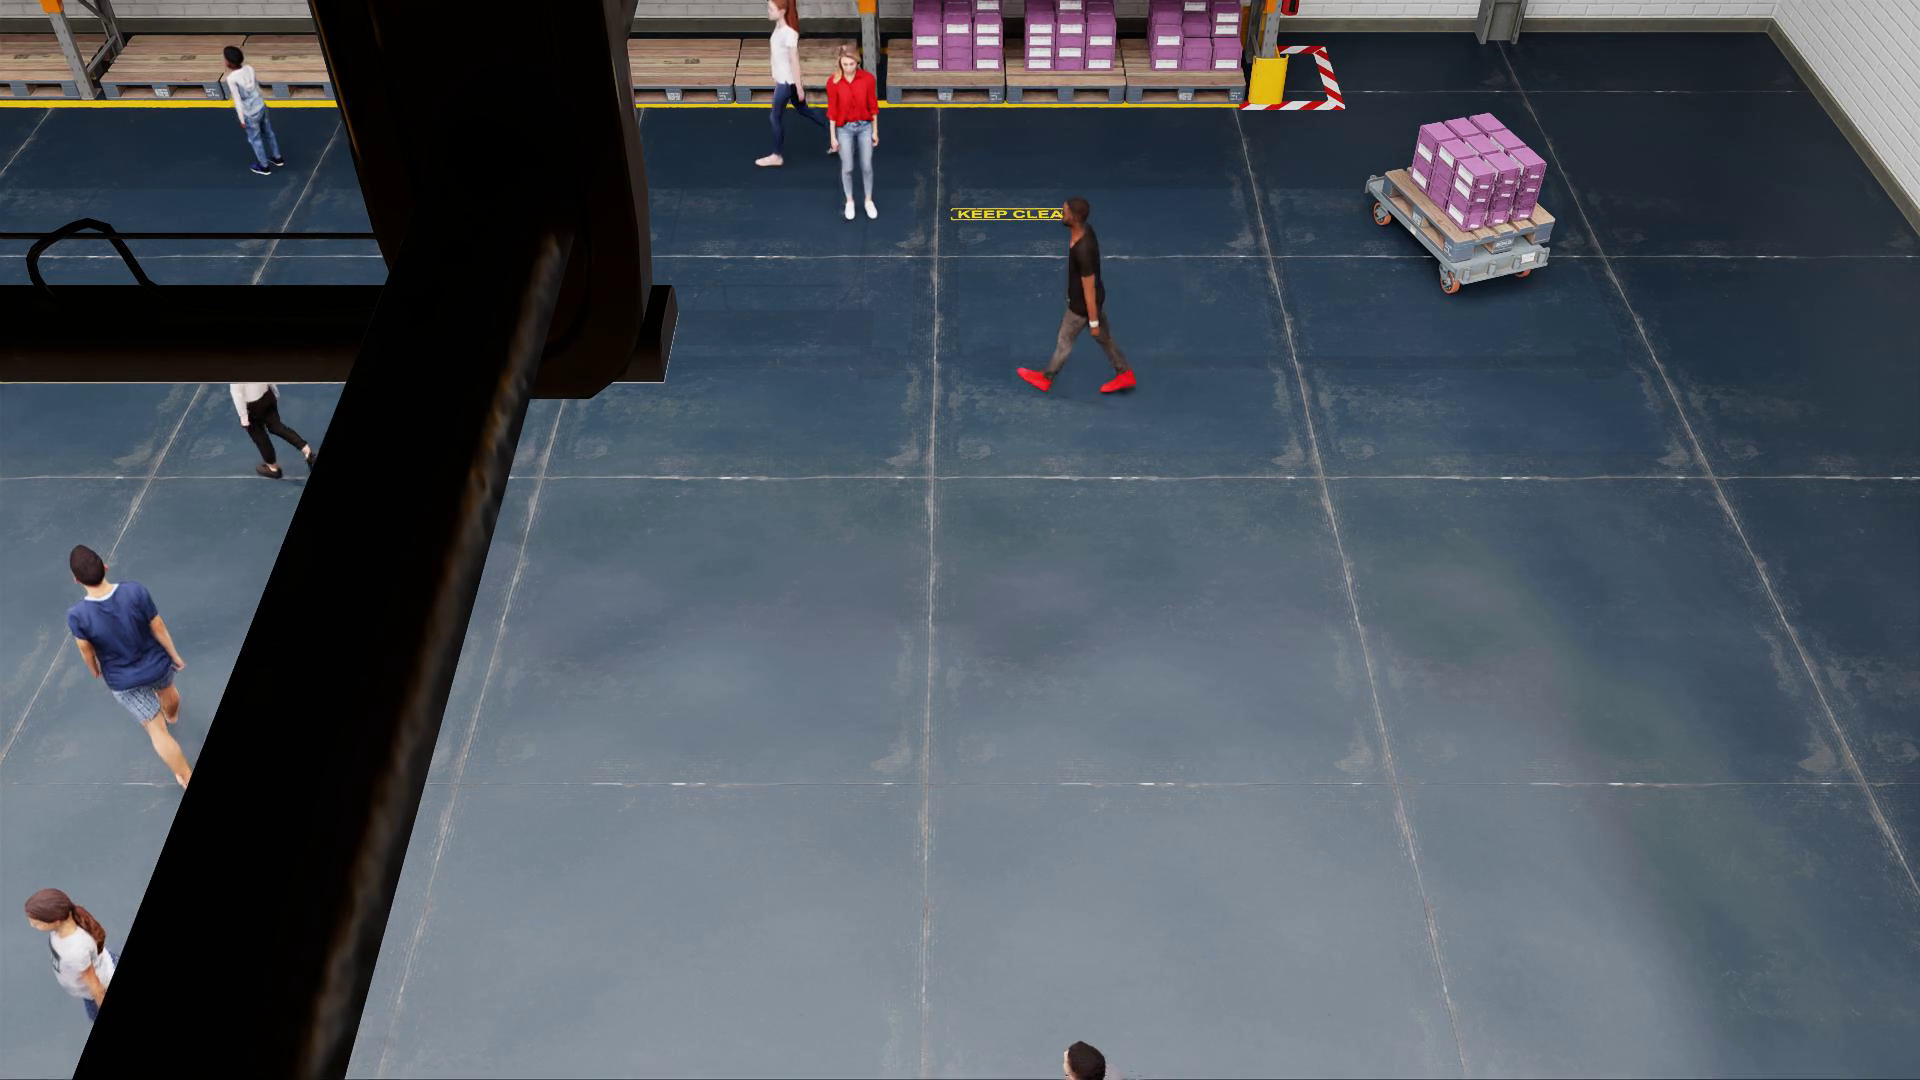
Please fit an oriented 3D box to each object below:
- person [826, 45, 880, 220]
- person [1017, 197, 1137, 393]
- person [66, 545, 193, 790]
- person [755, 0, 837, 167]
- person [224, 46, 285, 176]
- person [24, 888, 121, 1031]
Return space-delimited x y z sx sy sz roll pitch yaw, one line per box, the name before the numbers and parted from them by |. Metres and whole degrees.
person | -0.947 -3.665 14.881 0.536 1.699 0.726 -9 44 -9
person | 1.083 -1.838 12.914 1.221 1.767 0.776 1 44 1
person | -4.952 0.841 10.084 1.160 1.792 1.163 -30 51 -28
person | -1.497 -4.287 15.531 1.155 1.703 0.672 -6 44 -6
person | -6.649 -4.042 15.594 0.592 1.261 0.559 19 47 19
person | -4.492 2.303 8.721 0.807 1.555 0.735 -21 47 -20
